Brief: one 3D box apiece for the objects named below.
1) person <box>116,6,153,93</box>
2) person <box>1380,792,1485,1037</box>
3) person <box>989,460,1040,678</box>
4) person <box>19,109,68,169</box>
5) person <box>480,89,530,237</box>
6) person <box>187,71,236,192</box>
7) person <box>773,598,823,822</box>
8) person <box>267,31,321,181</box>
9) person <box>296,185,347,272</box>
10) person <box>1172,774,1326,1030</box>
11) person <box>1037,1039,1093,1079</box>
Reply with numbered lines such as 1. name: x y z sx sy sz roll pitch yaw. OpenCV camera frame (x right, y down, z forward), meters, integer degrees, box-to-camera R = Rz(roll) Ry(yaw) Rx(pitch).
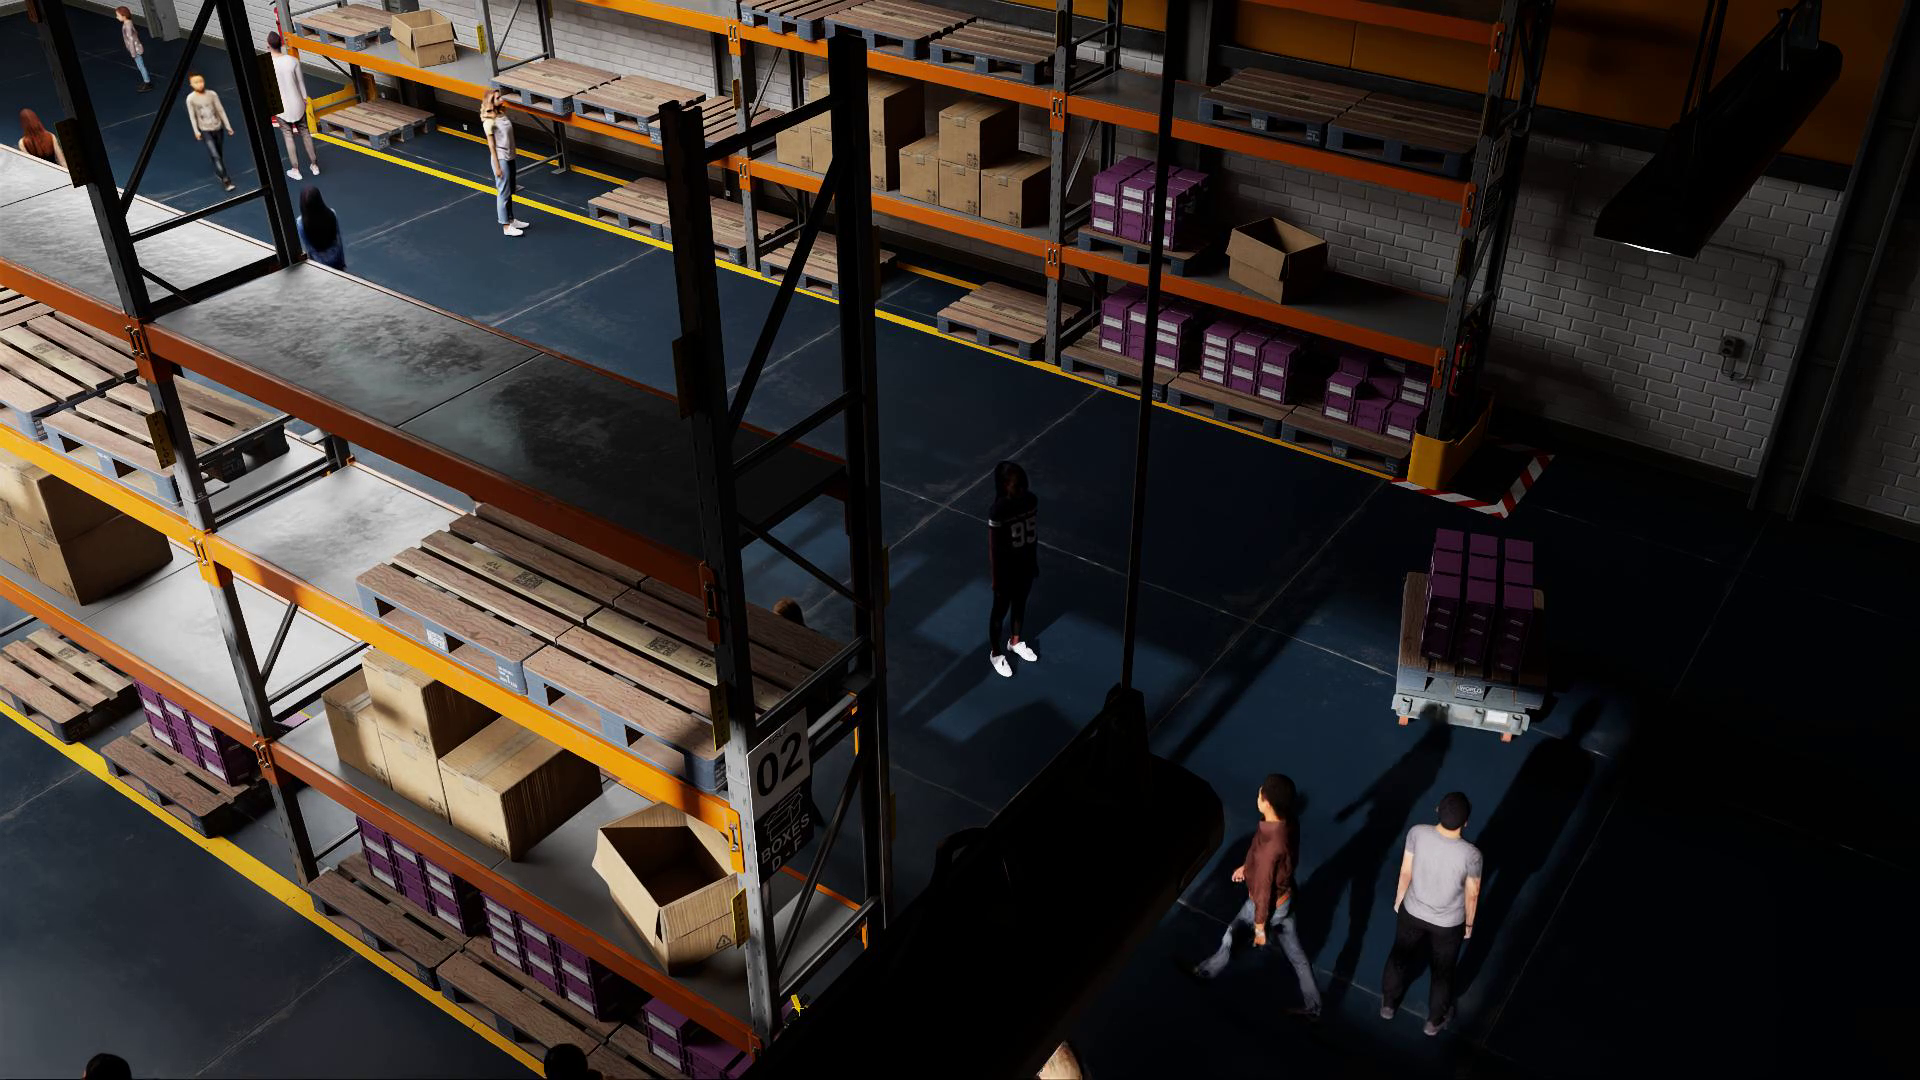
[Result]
1. person: -11.750 -7.008 23.695 0.606 1.193 0.520 -13 36 -19
2. person: 2.697 2.110 9.470 0.498 1.755 0.678 18 38 25
3. person: 0.393 0.194 12.377 0.661 1.729 0.650 -26 42 -34
4. person: -10.227 -4.008 18.700 0.621 1.726 0.591 -25 41 -32
5. person: -5.305 -4.385 19.270 0.719 1.723 0.711 2 34 4
6. person: -9.294 -5.095 20.601 0.691 1.432 1.028 -27 42 -34
7. person: -1.087 1.143 10.846 0.677 1.842 0.666 -20 38 -27
8. person: -8.369 -5.432 20.739 0.723 1.840 0.658 -25 41 -32
9. person: -6.384 -2.751 16.833 0.703 1.699 0.781 -26 41 -33
10. person: 1.869 2.112 9.503 1.206 1.716 0.703 17 37 24
11. person: 0.652 3.039 8.051 1.129 1.779 1.097 -9 35 -13
